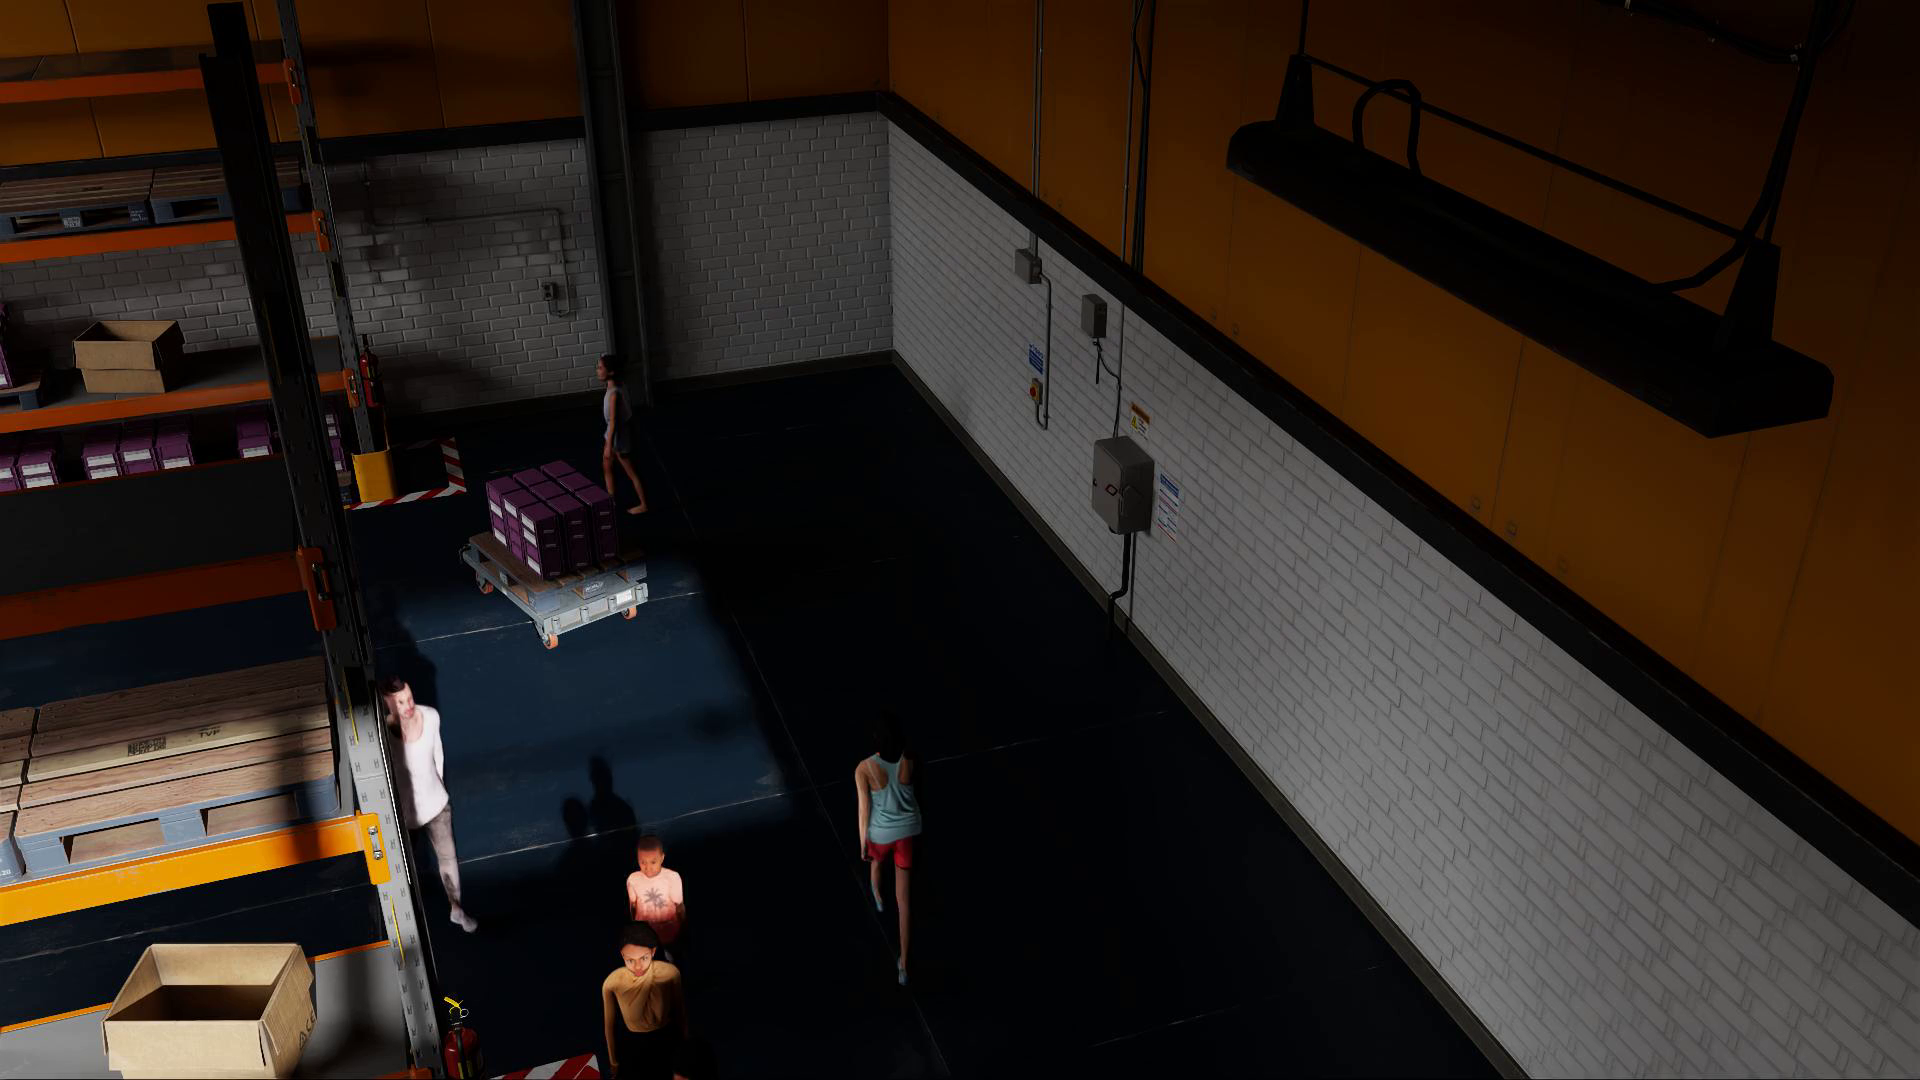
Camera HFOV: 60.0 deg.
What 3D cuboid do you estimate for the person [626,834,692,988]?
[{"bbox_3d":[-1.738,2.227,9.700,0.884,1.294,0.712,-2,29,-4],"label":"person"}]

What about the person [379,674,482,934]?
[{"bbox_3d":[-3.436,1.582,10.349,1.087,1.805,1.193,24,37,37],"label":"person"}]

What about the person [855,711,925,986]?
[{"bbox_3d":[-0.377,1.842,9.966,1.198,1.715,0.841,-3,29,-6],"label":"person"}]

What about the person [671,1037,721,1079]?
[{"bbox_3d":[-1.129,2.967,8.015,0.919,1.608,1.033,18,33,29],"label":"person"}]

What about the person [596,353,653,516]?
[{"bbox_3d":[-3.023,-0.958,15.233,0.799,1.587,0.630,-6,29,-11],"label":"person"}]

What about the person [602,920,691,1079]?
[{"bbox_3d":[-1.593,2.635,8.576,0.465,1.653,0.635,-9,30,-16],"label":"person"}]
